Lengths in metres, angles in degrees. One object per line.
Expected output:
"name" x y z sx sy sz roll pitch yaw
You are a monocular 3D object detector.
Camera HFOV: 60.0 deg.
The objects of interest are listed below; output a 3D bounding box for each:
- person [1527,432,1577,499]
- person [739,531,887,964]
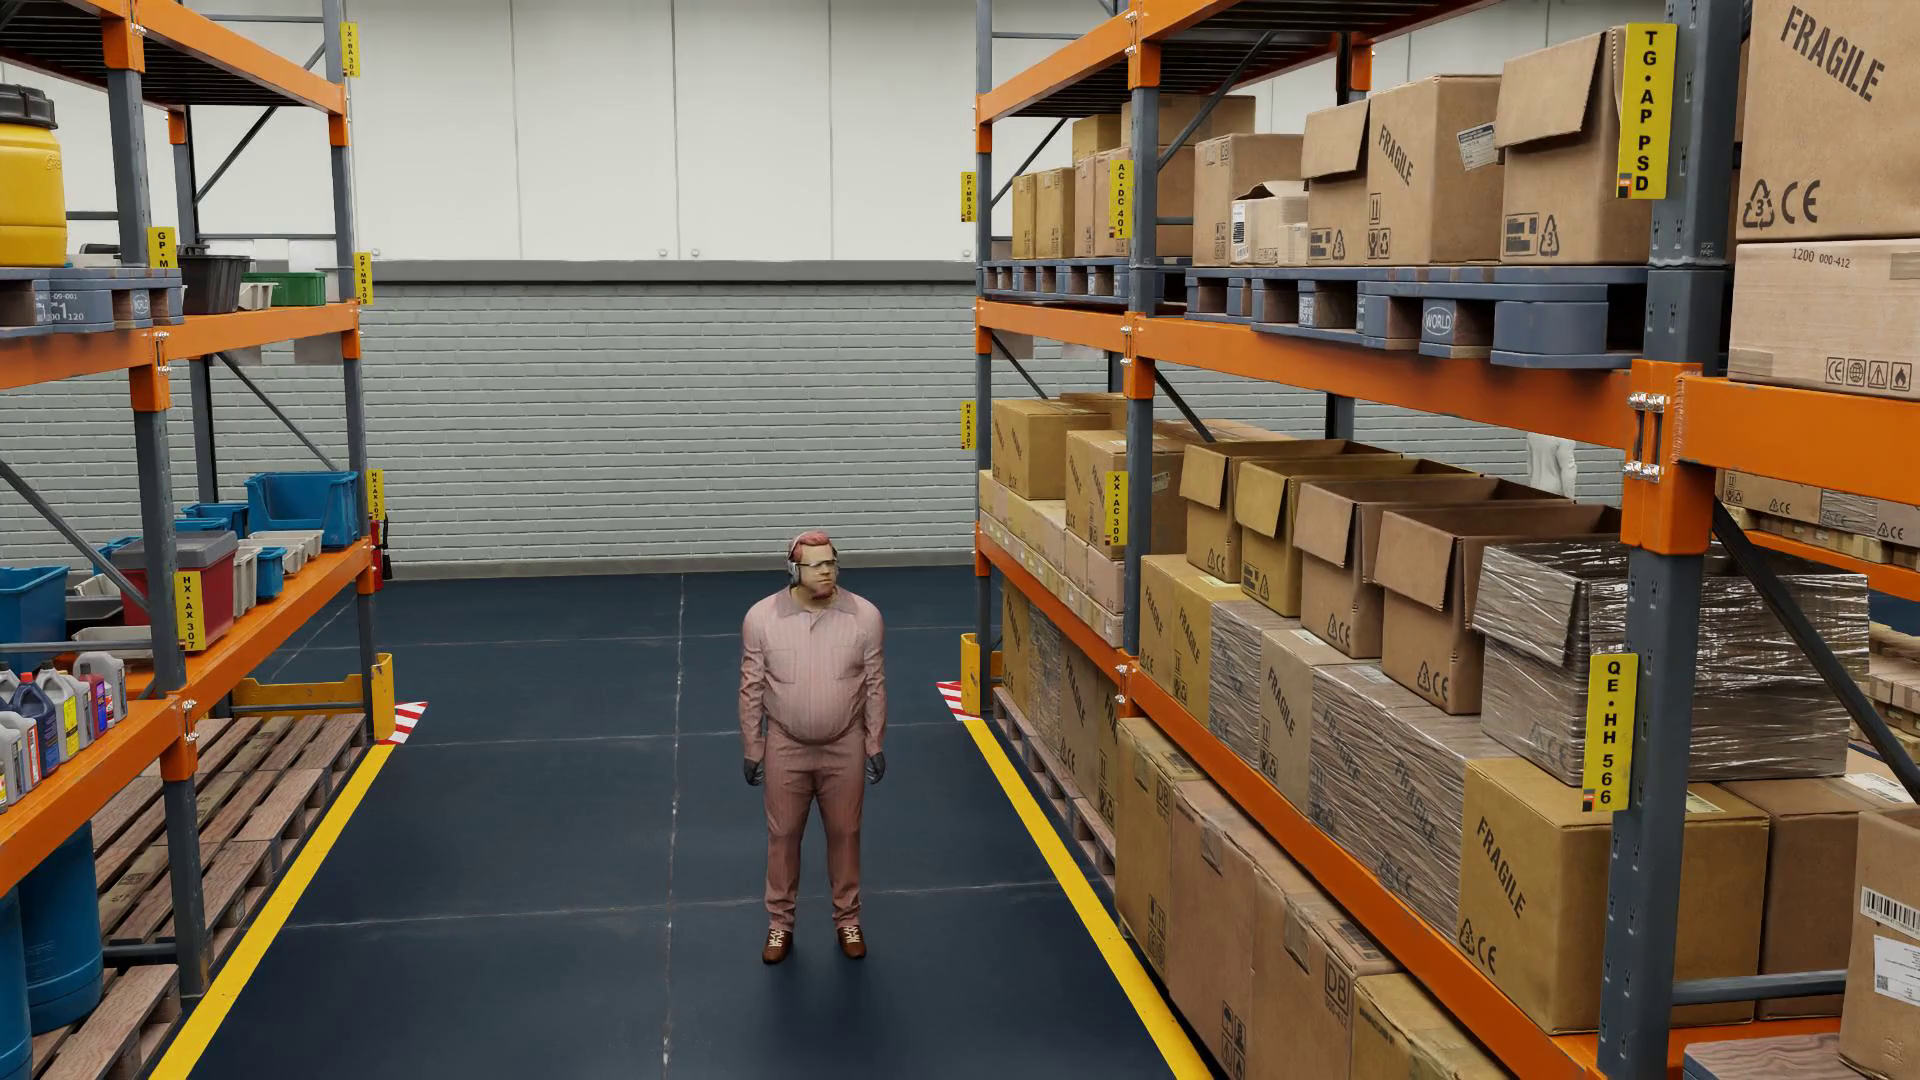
"person" 5.461 -0.410 15.339 0.372 1.940 0.631 -3 10 -15
"person" -0.641 0.906 7.306 0.651 1.910 0.409 -1 9 -7
